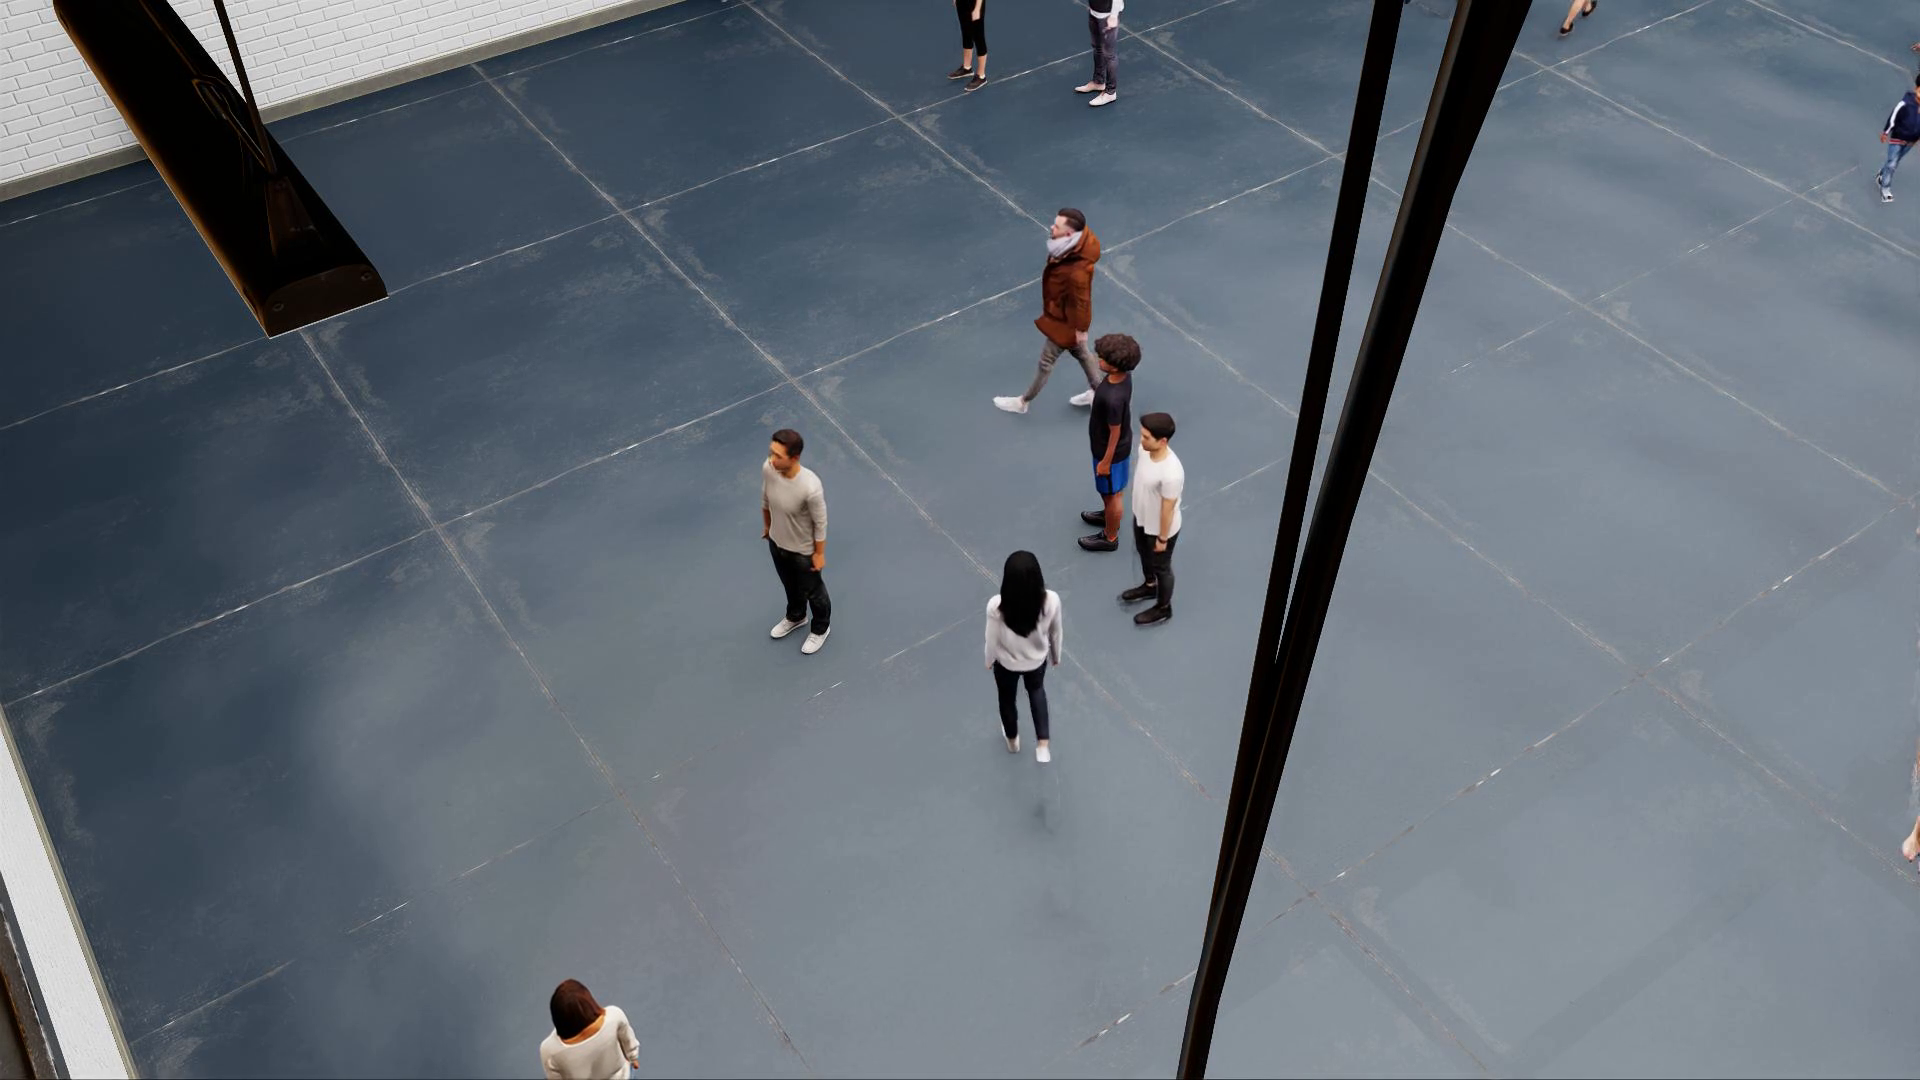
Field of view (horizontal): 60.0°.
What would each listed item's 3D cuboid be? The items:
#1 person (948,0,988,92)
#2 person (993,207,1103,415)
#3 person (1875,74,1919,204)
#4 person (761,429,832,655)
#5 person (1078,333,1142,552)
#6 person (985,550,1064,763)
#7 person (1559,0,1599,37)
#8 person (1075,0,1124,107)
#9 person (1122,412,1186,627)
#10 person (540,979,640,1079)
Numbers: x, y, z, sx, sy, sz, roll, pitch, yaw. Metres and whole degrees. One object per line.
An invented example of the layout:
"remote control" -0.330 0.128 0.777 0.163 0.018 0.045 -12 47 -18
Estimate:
"person" 0.115 -5.271 16.254 0.502 1.723 0.560 -24 49 -23
"person" 0.896 -1.661 12.420 1.240 1.785 1.089 -1 44 -1
"person" 8.495 -3.667 14.954 0.810 1.193 0.846 4 44 4
"person" -1.040 -0.011 10.668 0.712 1.811 0.645 28 50 26
"person" 1.039 -0.666 11.368 0.758 1.794 0.702 6 44 6
"person" 0.383 0.762 9.942 0.819 1.692 0.831 -9 44 -10
"person" 6.470 -5.925 17.088 0.695 1.518 1.085 34 53 30
"person" 1.386 -5.076 15.977 0.662 1.822 0.742 -15 46 -16
"person" 1.314 -0.161 10.896 0.626 1.713 0.676 -14 45 -15
"person" -1.741 2.631 7.989 0.460 1.682 0.673 -25 49 -24
